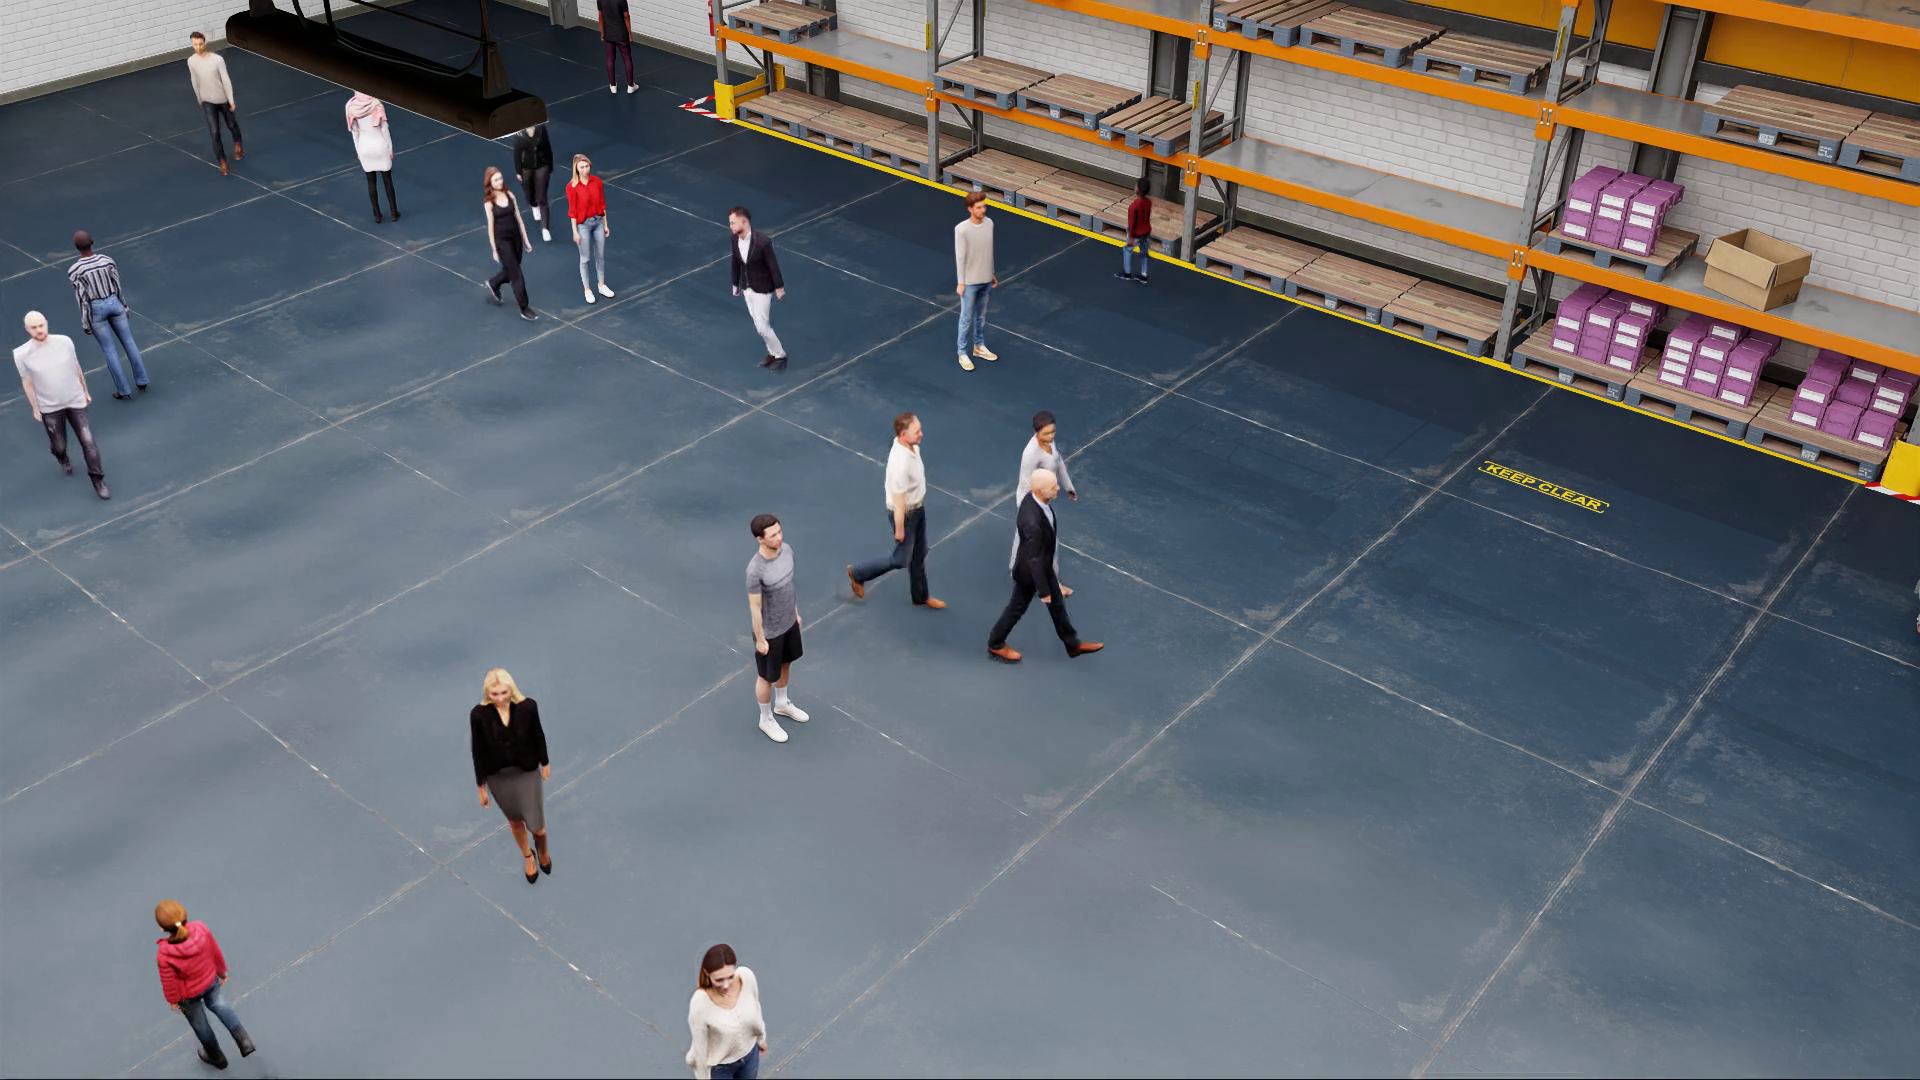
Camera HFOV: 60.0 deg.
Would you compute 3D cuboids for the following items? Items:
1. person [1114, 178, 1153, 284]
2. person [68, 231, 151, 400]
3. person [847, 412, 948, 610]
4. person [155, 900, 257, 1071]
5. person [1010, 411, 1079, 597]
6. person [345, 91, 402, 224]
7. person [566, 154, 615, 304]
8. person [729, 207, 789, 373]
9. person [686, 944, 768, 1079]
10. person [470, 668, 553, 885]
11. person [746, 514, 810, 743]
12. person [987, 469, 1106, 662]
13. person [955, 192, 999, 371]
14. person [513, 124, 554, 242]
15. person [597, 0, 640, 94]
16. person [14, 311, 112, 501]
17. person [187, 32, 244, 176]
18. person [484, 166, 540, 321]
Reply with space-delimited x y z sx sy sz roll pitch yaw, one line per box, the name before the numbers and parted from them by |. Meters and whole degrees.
person | 2.097 -3.519 19.056 0.550 1.243 0.634 -27 42 -34
person | -8.546 -2.250 16.650 0.552 1.794 0.646 22 39 29
person | -0.538 -0.229 13.572 1.174 1.834 0.956 8 34 11
person | -4.421 2.637 9.737 0.681 1.307 0.560 19 38 26
person | 0.545 -0.349 13.864 0.962 1.711 0.858 8 34 12
person | -7.216 -4.798 20.474 0.722 1.803 0.772 -5 34 -7
person | -4.147 -3.506 18.620 0.657 1.704 0.559 -24 41 -32
person | -2.022 -2.589 17.164 0.577 1.789 0.735 16 37 23
person | -1.269 2.829 9.101 0.645 1.692 0.577 -28 42 -35
person | -2.944 1.523 10.941 0.751 1.830 0.796 -8 34 -12
person | -1.383 0.606 12.283 0.593 1.871 0.677 20 39 27
person | 0.495 0.229 12.956 1.296 1.754 1.084 7 34 11
person | 0.153 -2.718 17.253 0.692 1.905 0.624 -26 42 -33
person | -5.165 -4.505 20.154 0.941 1.670 1.053 -8 34 -12
person | -5.096 -7.523 24.593 0.686 1.781 0.771 1 34 1
person | -8.199 -1.267 15.153 0.781 1.814 1.086 -25 41 -32
person | -9.809 -5.823 22.000 1.086 1.821 1.274 -8 35 -12
person | -5.031 -3.293 18.284 1.094 1.722 0.666 21 39 28
